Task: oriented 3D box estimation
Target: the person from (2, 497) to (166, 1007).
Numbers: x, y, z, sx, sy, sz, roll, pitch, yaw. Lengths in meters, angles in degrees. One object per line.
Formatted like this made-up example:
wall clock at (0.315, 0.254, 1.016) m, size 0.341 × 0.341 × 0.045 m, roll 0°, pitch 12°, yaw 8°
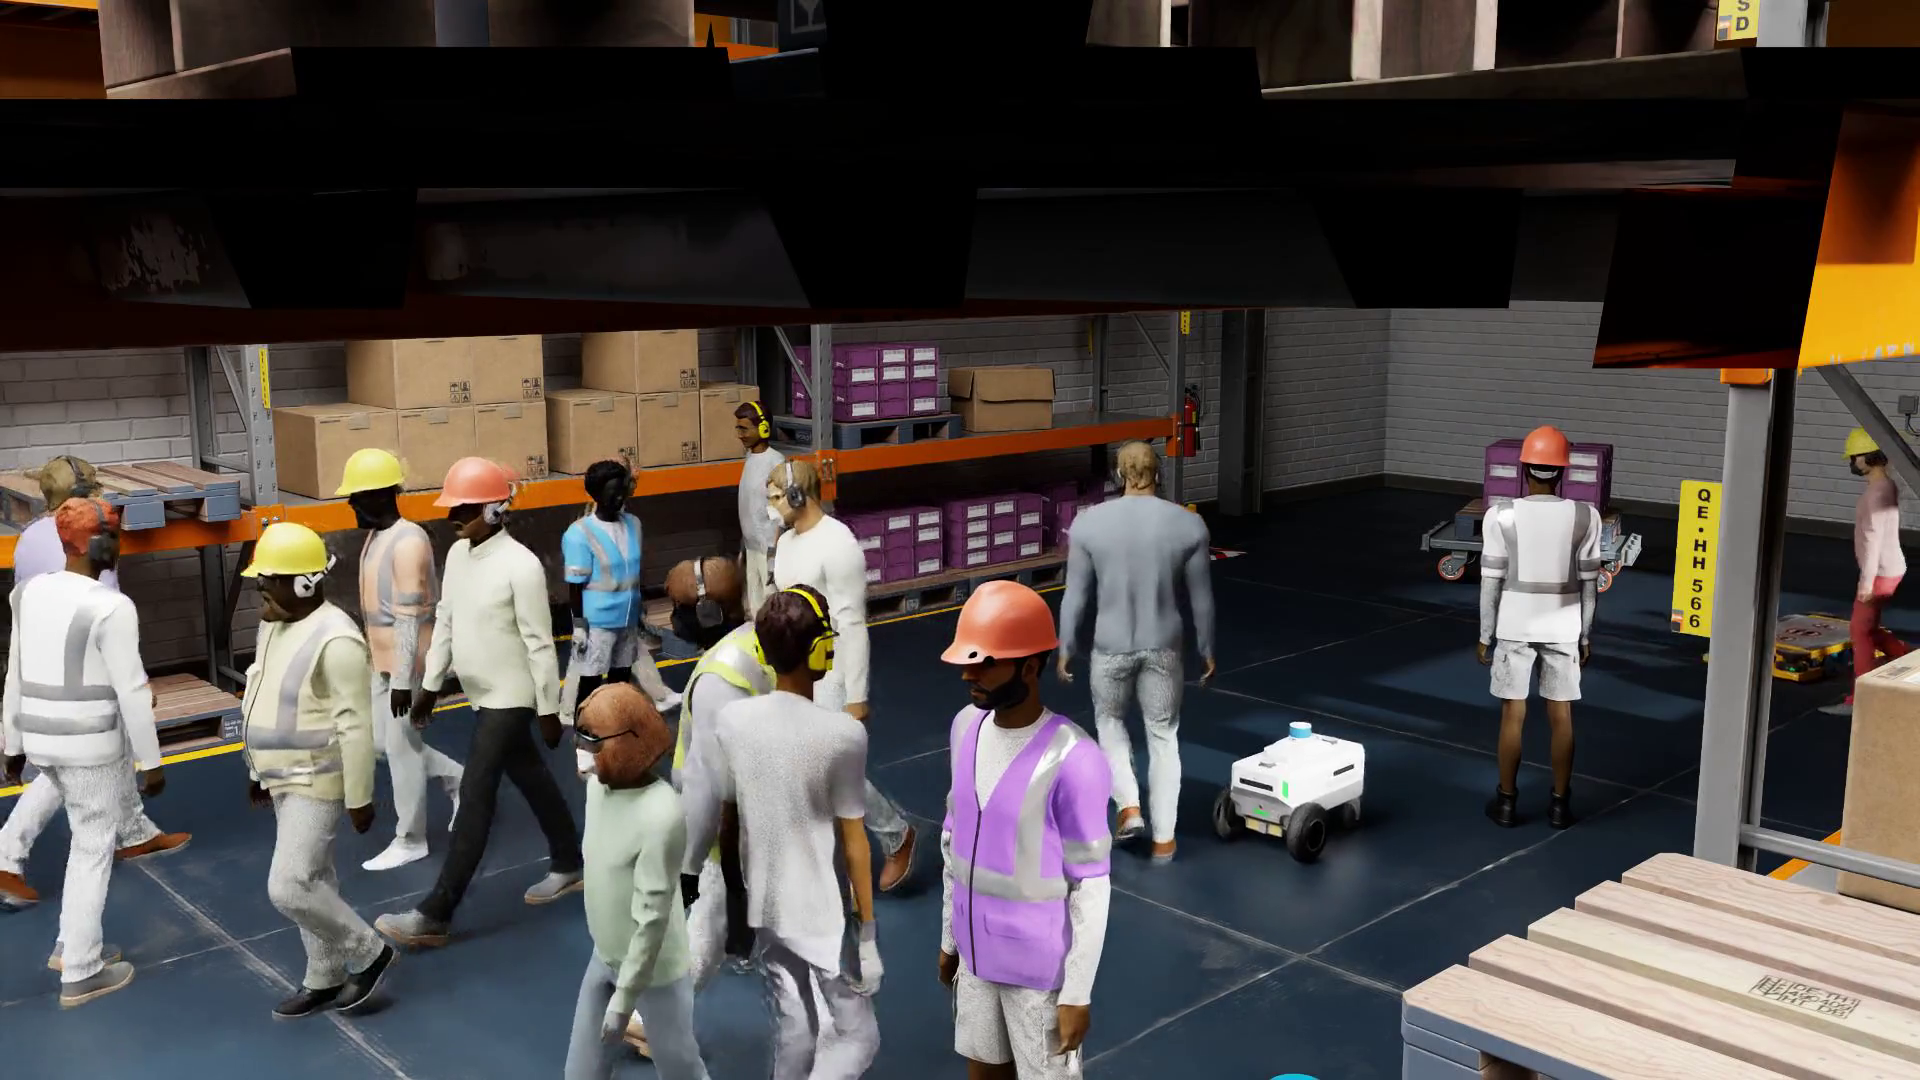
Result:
person at (-3.241, 0.772, 6.149) m, size 0.625 × 1.861 × 0.509 m, roll 4°, pitch 11°, yaw 24°

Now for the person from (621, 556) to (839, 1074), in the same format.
person at (-0.787, 0.943, 5.376) m, size 0.966 × 1.787 × 0.670 m, roll 0°, pitch 10°, yaw 0°

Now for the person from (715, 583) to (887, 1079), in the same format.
person at (-0.456, 1.047, 4.545) m, size 0.533 × 1.854 × 0.549 m, roll 6°, pitch 12°, yaw 33°

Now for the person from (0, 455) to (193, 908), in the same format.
person at (-3.856, 0.585, 7.153) m, size 0.639 × 1.904 × 0.976 m, roll 8°, pitch 12°, yaw 38°

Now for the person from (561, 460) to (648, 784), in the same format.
person at (-1.836, 0.421, 8.680) m, size 0.317 × 1.695 × 0.540 m, roll 6°, pitch 11°, yaw 30°

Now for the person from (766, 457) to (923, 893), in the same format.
person at (-0.536, 0.599, 7.041) m, size 0.533 × 1.902 × 0.698 m, roll -6°, pitch 11°, yaw -31°

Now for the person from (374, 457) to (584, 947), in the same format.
person at (-1.938, 0.628, 6.764) m, size 1.040 × 1.935 × 0.616 m, roll -8°, pitch 13°, yaw -40°

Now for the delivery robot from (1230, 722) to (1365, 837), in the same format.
delivery robot at (1.588, 1.096, 7.791) m, size 0.477 × 0.478 × 0.707 m, roll 9°, pitch 13°, yaw 44°

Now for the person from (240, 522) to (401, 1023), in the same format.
person at (-2.333, 0.833, 5.915) m, size 0.422 × 1.818 × 0.595 m, roll -8°, pitch 13°, yaw -39°

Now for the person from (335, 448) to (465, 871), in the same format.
person at (-2.465, 0.527, 7.467) m, size 0.561 × 1.908 × 0.585 m, roll -7°, pitch 12°, yaw -35°

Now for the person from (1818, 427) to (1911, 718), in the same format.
person at (5.474, 0.205, 9.830) m, size 0.589 × 1.736 × 0.581 m, roll 5°, pitch 11°, yaw 27°

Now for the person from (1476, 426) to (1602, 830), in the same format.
person at (2.751, 0.424, 7.956) m, size 0.545 × 1.939 × 0.373 m, roll 2°, pitch 10°, yaw 11°

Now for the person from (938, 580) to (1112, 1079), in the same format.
person at (0.123, 1.055, 4.261) m, size 0.360 × 1.935 × 0.552 m, roll -8°, pitch 13°, yaw -39°

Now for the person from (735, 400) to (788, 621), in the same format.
person at (-1.231, 0.071, 10.254) m, size 0.327 × 1.862 × 0.519 m, roll -6°, pitch 12°, yaw -32°

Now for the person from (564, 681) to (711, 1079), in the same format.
person at (-0.934, 1.178, 4.519) m, size 0.752 × 1.599 × 0.508 m, roll -8°, pitch 13°, yaw -39°

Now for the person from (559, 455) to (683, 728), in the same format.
person at (-1.957, 0.303, 9.664) m, size 0.857 × 1.586 × 0.534 m, roll -2°, pitch 10°, yaw -13°

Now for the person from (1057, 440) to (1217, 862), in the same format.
person at (0.809, 0.505, 7.583) m, size 0.746 × 1.902 × 0.492 m, roll 0°, pitch 10°, yaw 2°

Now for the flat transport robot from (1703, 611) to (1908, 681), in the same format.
flat transport robot at (5.707, 0.702, 11.203) m, size 1.431 × 0.197 × 0.652 m, roll -7°, pitch 12°, yaw -35°
